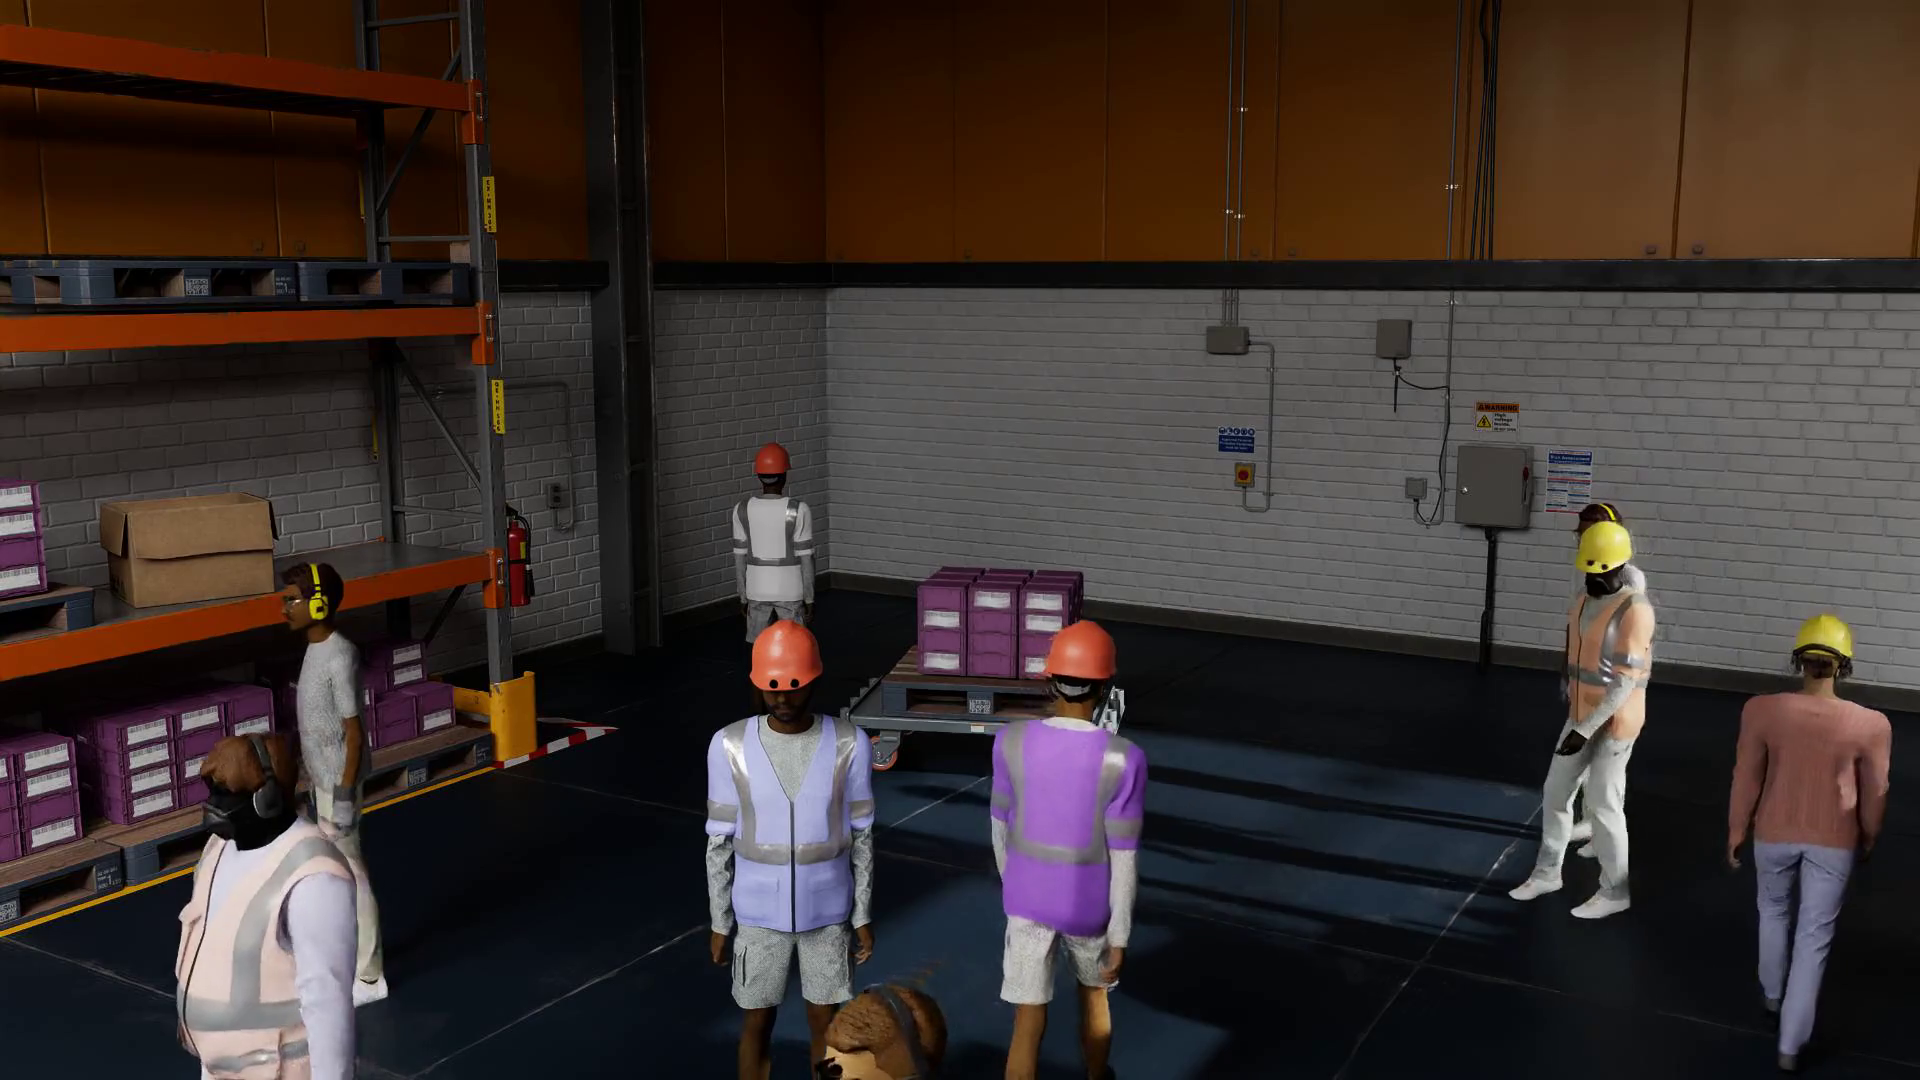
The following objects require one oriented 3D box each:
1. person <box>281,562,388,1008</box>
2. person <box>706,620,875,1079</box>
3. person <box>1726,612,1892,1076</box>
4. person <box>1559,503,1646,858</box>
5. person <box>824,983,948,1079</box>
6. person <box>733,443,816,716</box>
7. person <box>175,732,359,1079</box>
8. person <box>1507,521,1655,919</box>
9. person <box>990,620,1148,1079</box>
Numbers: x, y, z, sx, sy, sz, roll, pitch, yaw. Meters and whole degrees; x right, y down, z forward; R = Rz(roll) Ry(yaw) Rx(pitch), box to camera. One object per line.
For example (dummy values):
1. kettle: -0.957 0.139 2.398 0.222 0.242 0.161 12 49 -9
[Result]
1. person: -2.593 1.008 6.863 0.309 1.868 0.532 -6 11 -32
2. person: -0.545 1.206 5.418 0.552 1.934 0.373 -1 9 -6
3. person: 3.308 1.133 6.482 0.522 1.734 0.827 7 11 36
4. person: 3.340 0.728 8.685 0.360 1.860 0.517 -4 10 -23
5. person: -0.086 1.655 3.091 1.017 1.798 0.502 -6 11 -34
6. person: -1.195 0.338 10.821 0.545 1.943 0.347 2 9 11
7. person: -1.820 1.398 4.586 0.631 1.822 0.733 9 12 43
8. person: 2.926 0.853 7.764 0.542 1.893 0.602 -2 9 -12
9. person: 0.351 1.209 5.576 0.549 1.888 1.008 2 9 13
